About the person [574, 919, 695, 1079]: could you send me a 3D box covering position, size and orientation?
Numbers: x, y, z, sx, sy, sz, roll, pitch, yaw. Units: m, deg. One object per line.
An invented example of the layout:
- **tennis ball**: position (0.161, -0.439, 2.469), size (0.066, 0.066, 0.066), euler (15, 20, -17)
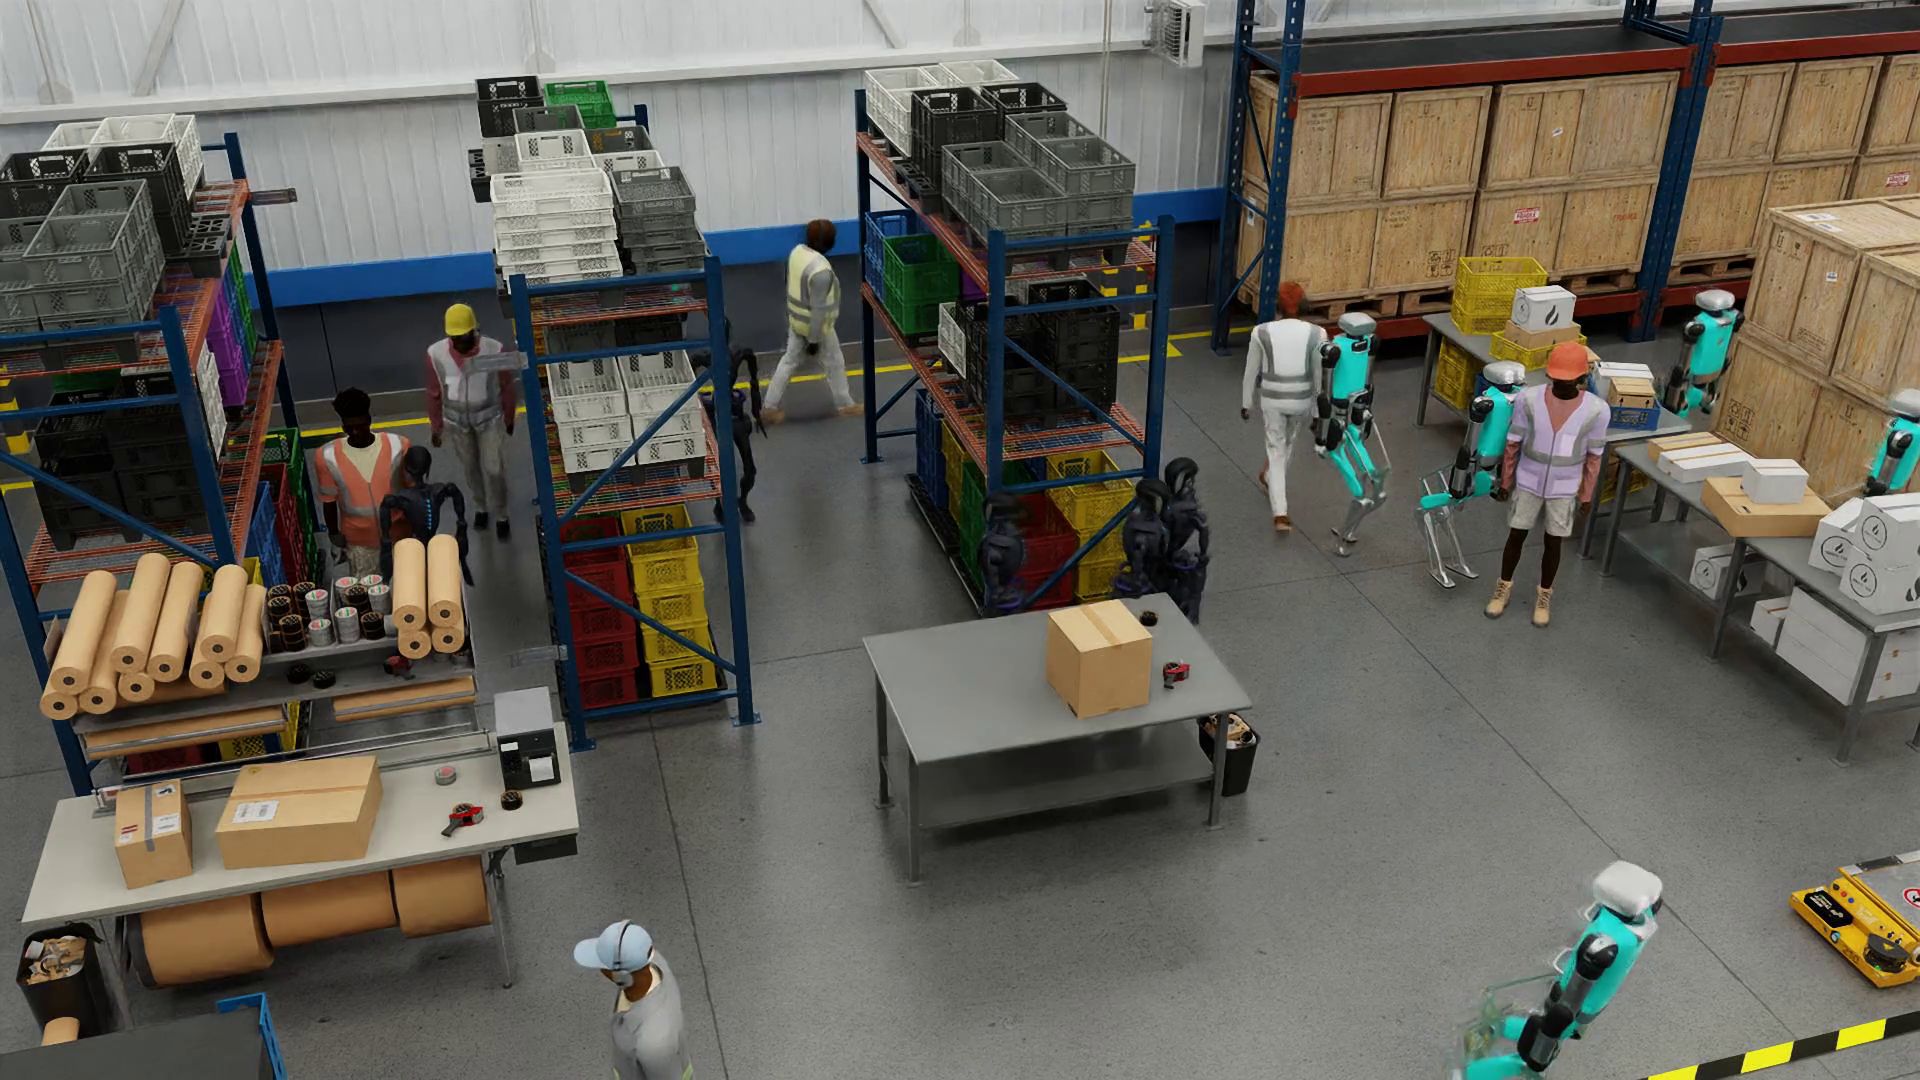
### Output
- **person**: position (-1.219, 2.210, 6.497), size (0.389, 1.849, 0.596), euler (-8, 30, -15)

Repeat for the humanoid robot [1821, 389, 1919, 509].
- **humanoid robot**: position (5.873, -0.174, 11.066), size (0.737, 1.891, 0.553), euler (24, 37, 37)

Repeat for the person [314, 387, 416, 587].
- **person**: position (-3.677, -0.057, 10.504), size (0.611, 1.963, 0.363), euler (-11, 31, -19)

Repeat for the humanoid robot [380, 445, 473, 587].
- **humanoid robot**: position (-3.360, 0.171, 10.418), size (0.614, 1.637, 0.610), euler (-19, 34, -31)

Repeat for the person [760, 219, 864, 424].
- **person**: position (-1.267, -1.809, 13.871), size (0.956, 1.797, 0.666), euler (-15, 32, -25)

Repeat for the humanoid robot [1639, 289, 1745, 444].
- **humanoid robot**: position (5.477, -1.151, 12.759), size (0.562, 1.740, 1.040), euler (-13, 31, -22)

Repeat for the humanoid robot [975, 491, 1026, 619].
- **humanoid robot**: position (0.199, 0.436, 9.898), size (0.374, 1.648, 0.587), euler (4, 29, 7)

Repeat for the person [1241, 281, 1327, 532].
- **person**: position (2.408, -0.998, 12.384), size (0.583, 1.814, 1.036), euler (0, 29, 0)

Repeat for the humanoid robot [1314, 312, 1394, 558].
- **humanoid robot**: position (2.884, -0.699, 11.906), size (0.543, 1.804, 0.682), euler (-20, 34, -32)

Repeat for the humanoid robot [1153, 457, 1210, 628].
- **humanoid robot**: position (1.279, 0.252, 10.235), size (0.417, 1.649, 0.601), euler (-21, 35, -34)

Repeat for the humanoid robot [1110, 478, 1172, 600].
- **humanoid robot**: position (1.074, 0.373, 10.029), size (0.324, 1.651, 0.616), euler (8, 30, 14)

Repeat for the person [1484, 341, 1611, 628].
- **person**: position (3.872, -0.359, 10.974), size (0.610, 2.041, 0.392), euler (13, 31, 22)

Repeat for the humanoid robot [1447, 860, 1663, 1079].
- **humanoid robot**: position (2.391, 2.008, 7.030), size (0.815, 1.811, 0.536), euler (25, 37, 37)

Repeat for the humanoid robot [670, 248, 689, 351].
- **humanoid robot**: position (-2.546, -1.611, 13.658), size (0.541, 1.849, 0.789), euler (-21, 35, -33)

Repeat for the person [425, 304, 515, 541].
- **person**: position (-3.551, -0.845, 12.103), size (0.603, 1.811, 0.646), euler (-3, 29, -5)

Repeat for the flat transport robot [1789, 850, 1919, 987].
- **flat transport robot**: position (5.163, 1.916, 8.676), size (1.431, 0.231, 0.659), euler (-8, 30, -14)

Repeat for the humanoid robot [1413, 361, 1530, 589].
- **humanoid robot**: position (3.449, -0.509, 11.423), size (0.533, 1.677, 0.735), euler (-16, 32, -26)

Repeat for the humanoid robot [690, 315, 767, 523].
- **humanoid robot**: position (-1.742, -0.892, 12.317), size (0.611, 1.648, 0.364), euler (-12, 31, -21)
